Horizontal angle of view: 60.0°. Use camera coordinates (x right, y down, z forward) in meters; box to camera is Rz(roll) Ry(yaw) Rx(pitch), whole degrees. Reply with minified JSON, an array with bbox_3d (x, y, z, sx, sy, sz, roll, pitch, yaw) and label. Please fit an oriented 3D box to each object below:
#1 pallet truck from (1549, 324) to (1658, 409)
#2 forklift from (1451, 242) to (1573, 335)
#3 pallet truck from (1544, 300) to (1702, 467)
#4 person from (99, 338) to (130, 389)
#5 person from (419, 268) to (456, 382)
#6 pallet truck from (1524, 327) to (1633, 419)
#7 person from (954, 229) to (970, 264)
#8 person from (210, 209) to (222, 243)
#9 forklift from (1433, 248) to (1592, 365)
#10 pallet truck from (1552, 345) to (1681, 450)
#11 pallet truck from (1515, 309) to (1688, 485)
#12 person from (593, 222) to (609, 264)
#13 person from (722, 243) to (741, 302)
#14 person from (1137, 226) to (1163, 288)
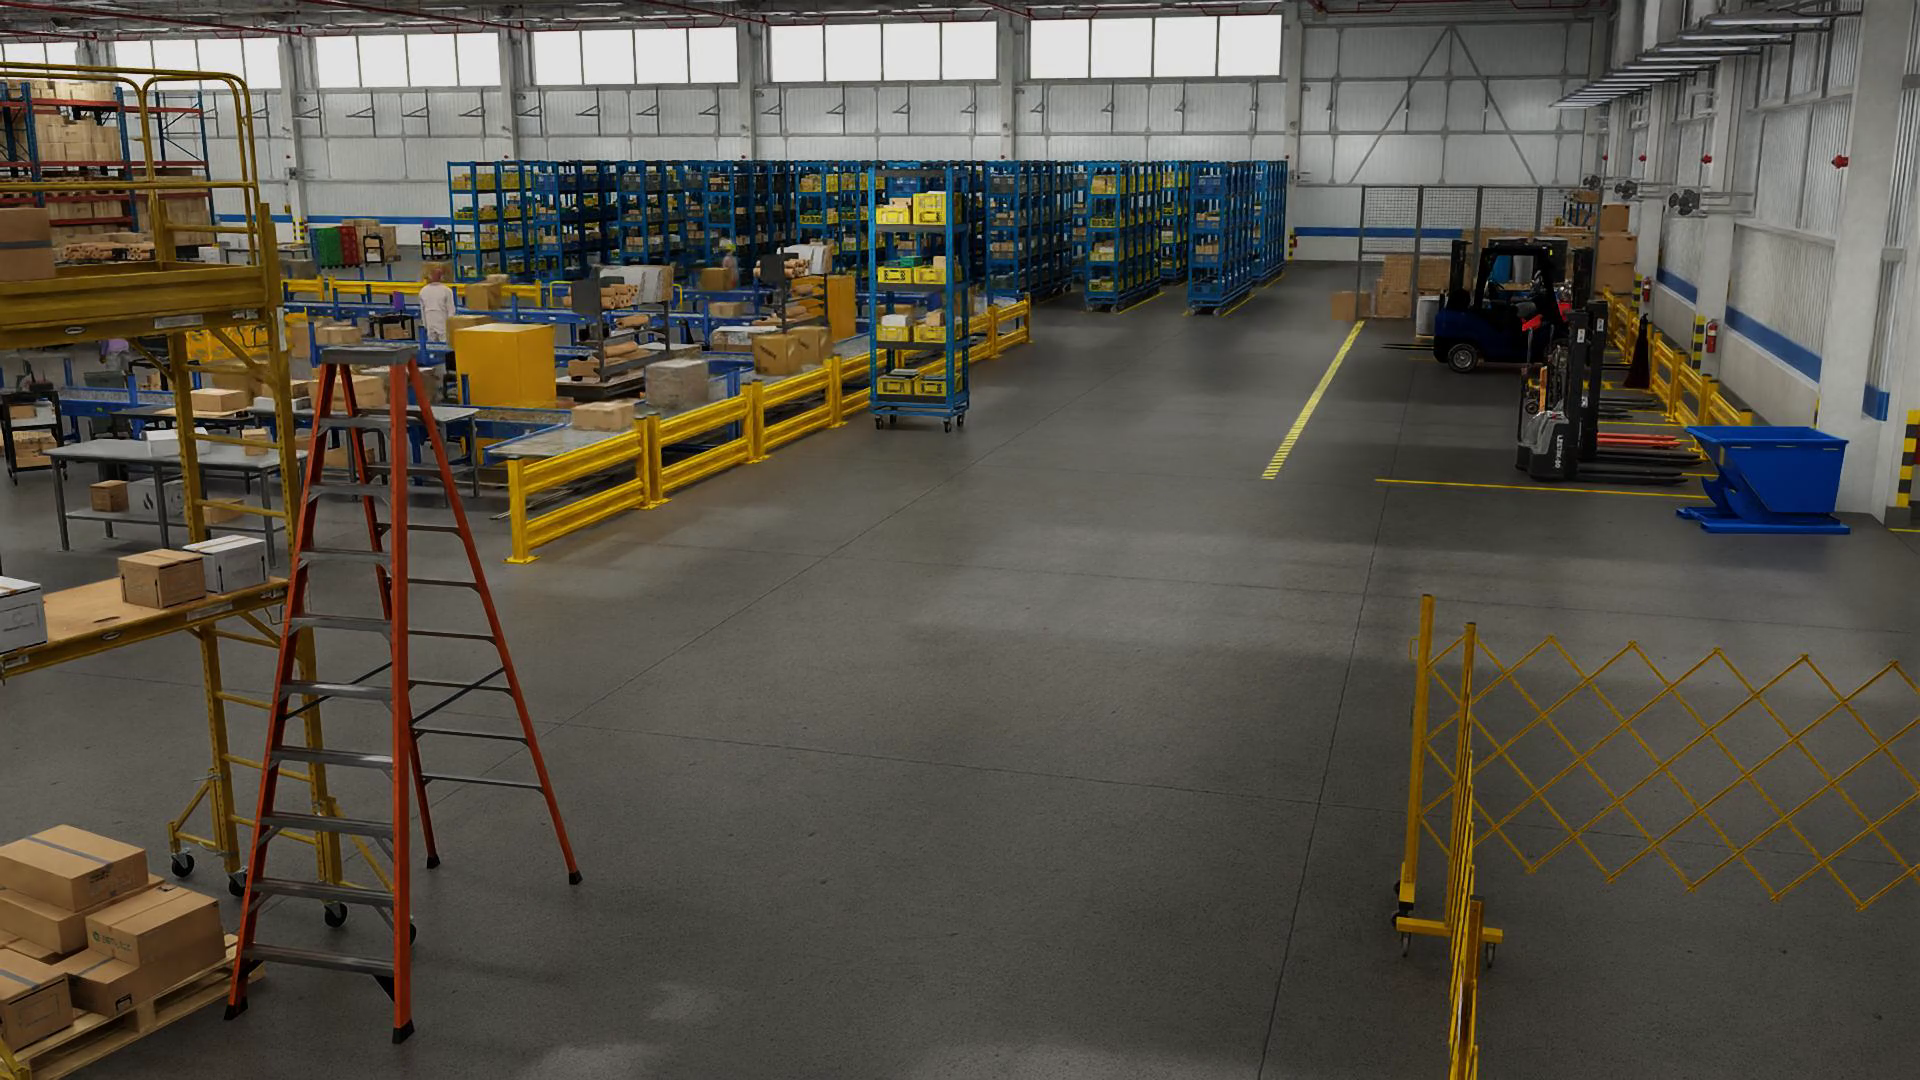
[{"bbox_3d":[9.824,-2.669,25.407,1.601,1.201,0.680,4,14,16],"label":"pallet truck"},{"bbox_3d":[10.464,-4.597,31.405,2.680,1.987,1.157,4,14,16],"label":"forklift"},{"bbox_3d":[8.263,-1.952,20.631,1.885,1.965,0.823,5,14,20],"label":"pallet truck"},{"bbox_3d":[-12.297,-2.786,24.156,0.392,2.034,0.605,2,13,9],"label":"person"},{"bbox_3d":[-8.786,-3.629,28.114,0.645,1.900,0.395,4,14,16],"label":"person"},{"bbox_3d":[9.065,-2.460,24.370,1.522,1.261,0.704,3,13,14],"label":"pallet truck"},{"bbox_3d":[0.084,-9.145,51.854,0.624,1.942,0.966,5,14,20],"label":"person"},{"bbox_3d":[-29.753,-12.395,66.353,0.592,1.704,0.899,-4,14,-15],"label":"person"},{"bbox_3d":[9.780,-4.111,29.280,2.680,1.987,1.157,3,13,14],"label":"forklift"},{"bbox_3d":[8.641,-1.896,21.908,1.630,1.274,0.653,4,14,16],"label":"pallet truck"},{"bbox_3d":[7.554,-1.677,19.446,1.885,1.965,0.823,3,13,14],"label":"pallet truck"},{"bbox_3d":[-11.534,-9.452,53.497,0.599,1.772,0.947,0,13,1],"label":"person"},{"bbox_3d":[-5.325,-6.062,38.902,0.412,1.749,0.555,6,14,23],"label":"person"},{"bbox_3d":[5.319,-7.987,47.164,0.994,1.786,0.573,5,14,21],"label":"person"}]
